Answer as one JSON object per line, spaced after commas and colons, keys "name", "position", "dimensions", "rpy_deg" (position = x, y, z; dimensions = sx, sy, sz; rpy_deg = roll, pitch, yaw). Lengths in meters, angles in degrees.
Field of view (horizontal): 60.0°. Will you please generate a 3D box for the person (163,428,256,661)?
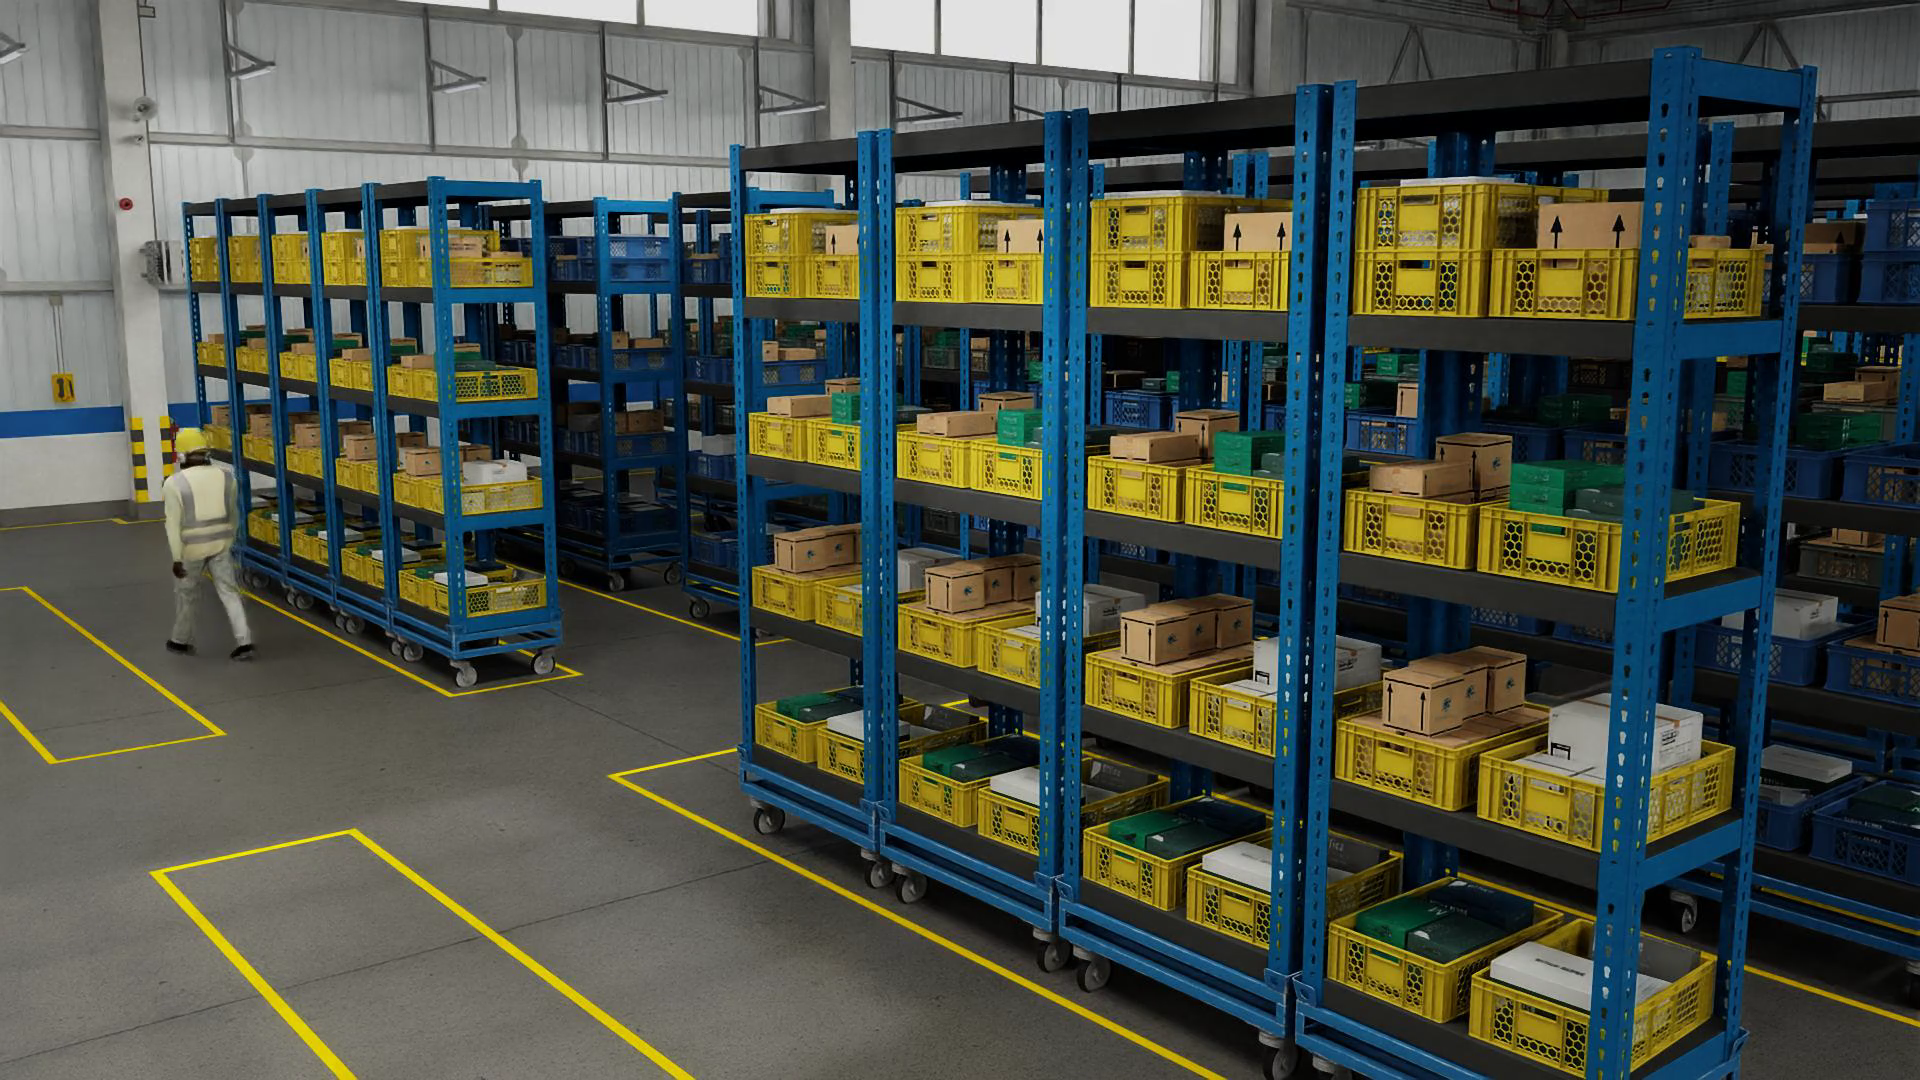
{"name": "person", "position": [-5.754, 0.039, 12.666], "dimensions": [0.965, 1.784, 0.609], "rpy_deg": [7, 12, 36]}
